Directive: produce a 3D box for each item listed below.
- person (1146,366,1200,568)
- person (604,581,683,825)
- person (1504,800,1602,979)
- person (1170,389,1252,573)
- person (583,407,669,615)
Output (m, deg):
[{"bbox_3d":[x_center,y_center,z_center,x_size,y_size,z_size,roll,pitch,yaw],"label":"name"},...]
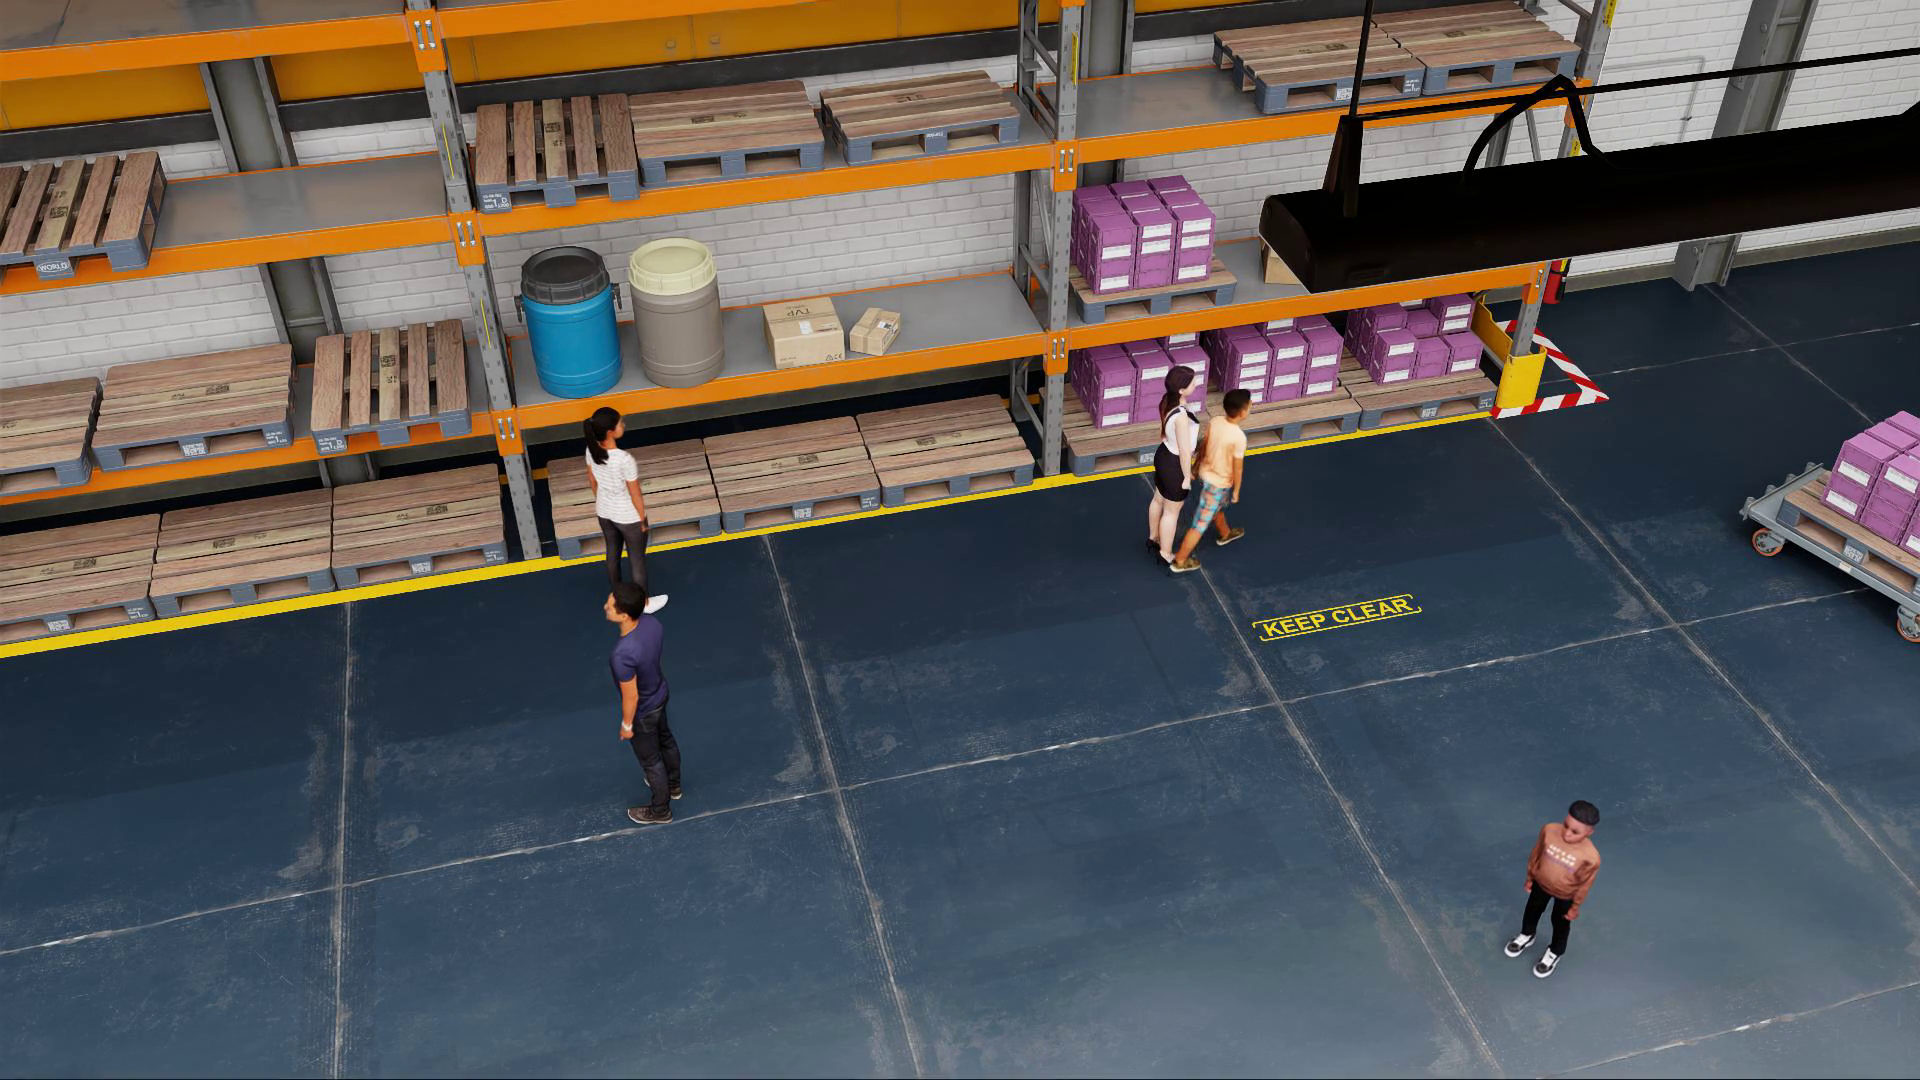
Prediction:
[{"bbox_3d":[1.500,-0.521,11.736,0.499,1.649,0.546,-10,40,-13],"label":"person"},{"bbox_3d":[-1.850,0.947,9.780,0.696,1.797,0.714,8,39,10],"label":"person"},{"bbox_3d":[3.265,1.872,9.058,0.586,1.252,0.578,-28,46,-30],"label":"person"},{"bbox_3d":[1.753,-0.394,11.767,1.008,1.414,0.702,-20,43,-23],"label":"person"},{"bbox_3d":[-2.317,-0.185,11.322,0.643,1.642,0.701,20,43,23],"label":"person"}]
